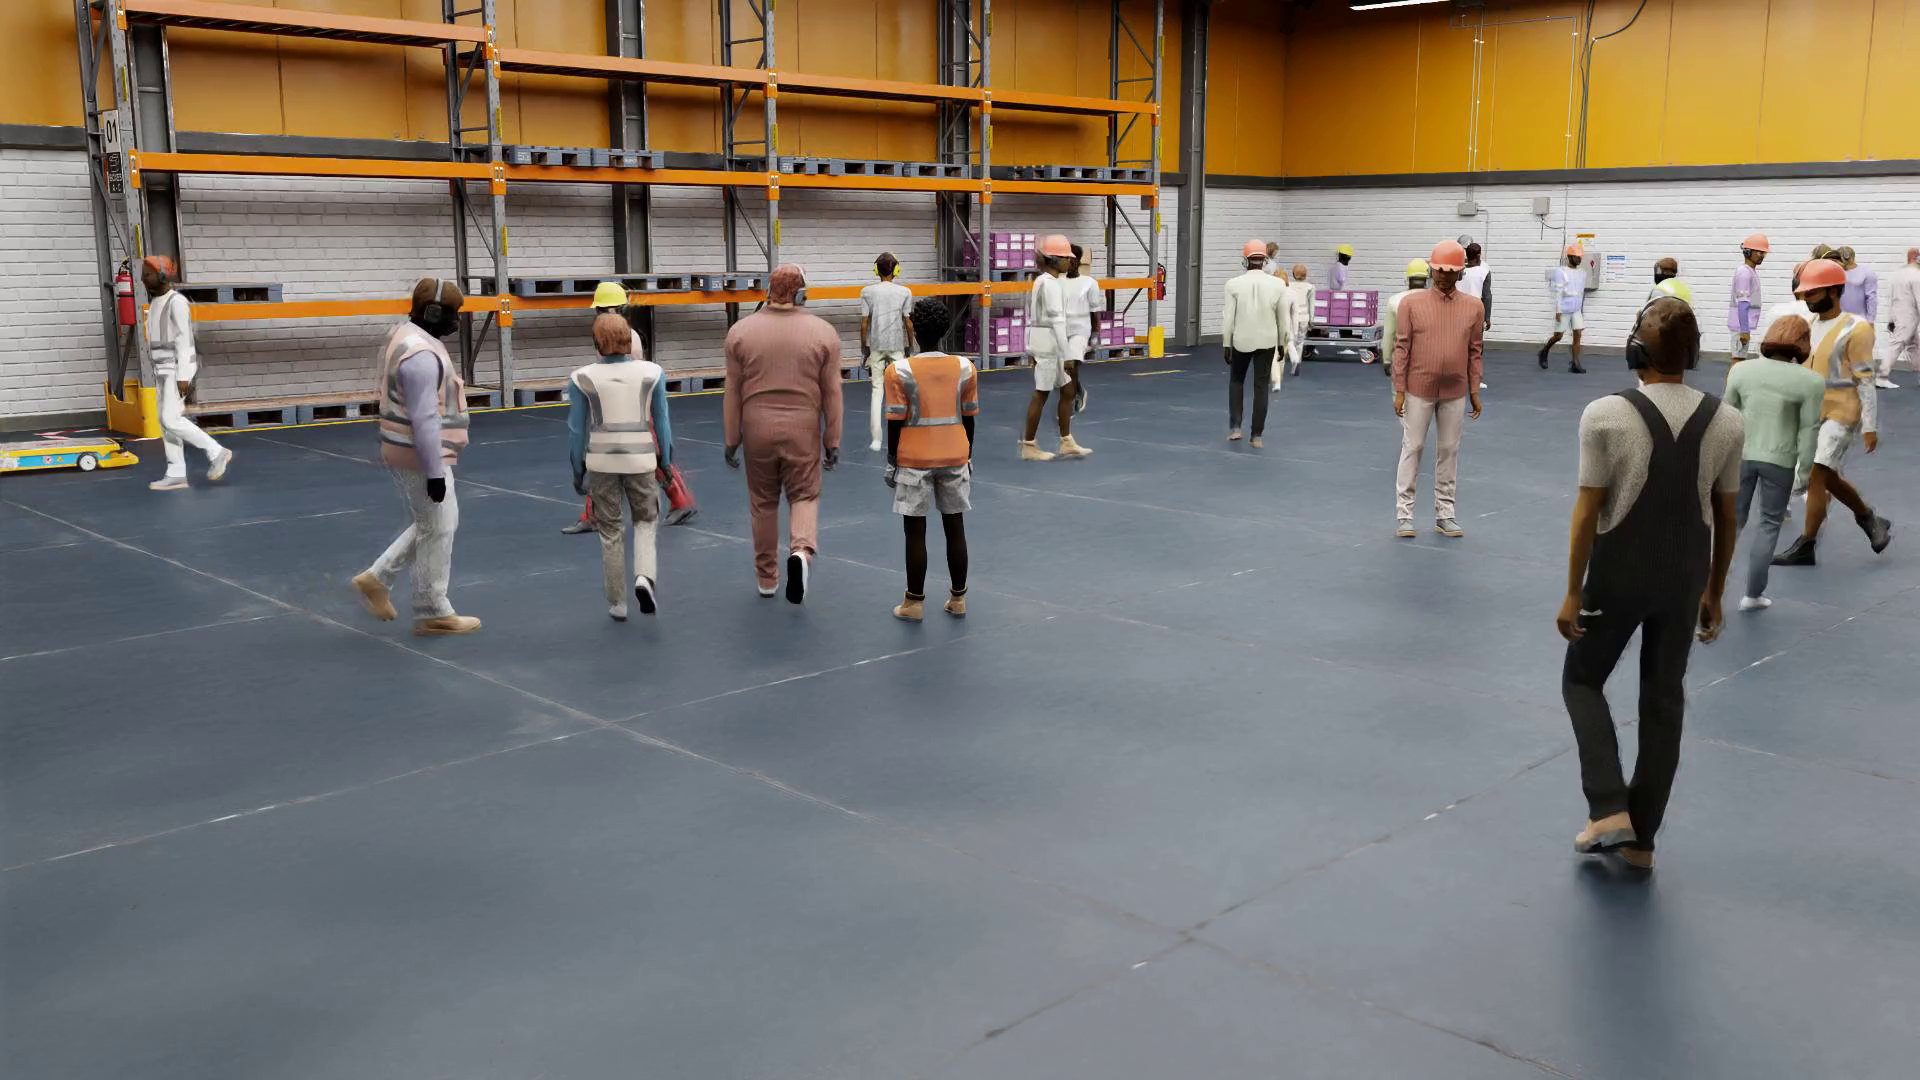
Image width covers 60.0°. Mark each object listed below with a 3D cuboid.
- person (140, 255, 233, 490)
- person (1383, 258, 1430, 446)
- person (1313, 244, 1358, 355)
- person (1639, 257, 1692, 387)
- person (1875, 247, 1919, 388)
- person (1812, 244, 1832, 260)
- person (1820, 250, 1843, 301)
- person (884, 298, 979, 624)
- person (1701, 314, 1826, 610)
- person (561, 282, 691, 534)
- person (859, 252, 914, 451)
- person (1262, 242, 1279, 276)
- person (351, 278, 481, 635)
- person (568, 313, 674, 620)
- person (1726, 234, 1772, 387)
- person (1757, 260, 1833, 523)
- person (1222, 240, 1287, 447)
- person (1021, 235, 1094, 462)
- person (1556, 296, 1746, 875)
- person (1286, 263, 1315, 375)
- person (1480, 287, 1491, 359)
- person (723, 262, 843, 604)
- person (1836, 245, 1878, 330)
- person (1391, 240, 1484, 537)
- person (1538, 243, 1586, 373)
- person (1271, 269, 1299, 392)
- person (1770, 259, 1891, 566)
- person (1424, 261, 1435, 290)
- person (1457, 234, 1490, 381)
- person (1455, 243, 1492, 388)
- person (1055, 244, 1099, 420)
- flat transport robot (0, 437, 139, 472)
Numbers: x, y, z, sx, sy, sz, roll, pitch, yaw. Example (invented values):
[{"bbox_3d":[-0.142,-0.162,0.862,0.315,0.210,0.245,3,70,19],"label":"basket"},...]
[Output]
[{"bbox_3d":[-6.223,-1.330,13.261,0.517,1.870,0.591,-10,14,-44],"label":"person"},{"bbox_3d":[4.265,-1.726,15.582,0.598,1.814,0.673,0,10,1],"label":"person"},{"bbox_3d":[6.318,-4.056,28.142,0.834,1.879,0.587,1,10,5],"label":"person"},{"bbox_3d":[7.078,-1.906,16.590,0.644,1.803,0.569,-8,13,-36],"label":"person"},{"bbox_3d":[12.609,-2.917,21.941,0.970,1.852,0.672,1,10,7],"label":"person"},{"bbox_3d":[10.466,-2.665,20.438,0.637,1.902,0.863,-6,12,-30],"label":"person"},{"bbox_3d":[8.935,-2.056,17.241,0.515,1.866,0.333,-4,11,-22],"label":"person"},{"bbox_3d":[-0.154,-0.408,8.710,0.535,1.697,0.318,-5,11,-24],"label":"person"},{"bbox_3d":[4.240,-0.392,8.837,0.545,1.609,0.539,10,14,43],"label":"person"},{"bbox_3d":[-2.270,-0.909,11.392,0.905,1.717,0.530,-9,13,-39],"label":"person"},{"bbox_3d":[-0.687,-1.769,15.675,0.533,1.864,0.310,0,10,2],"label":"person"},{"bbox_3d":[5.222,-4.135,28.479,0.437,1.906,0.671,-3,11,-17],"label":"person"},{"bbox_3d":[-2.725,-0.396,8.317,0.544,1.817,0.669,-4,11,-19],"label":"person"},{"bbox_3d":[-1.769,-0.368,8.682,0.539,1.623,0.408,-3,11,-14],"label":"person"},{"bbox_3d":[8.702,-2.357,18.408,0.394,2.037,0.605,5,12,26],"label":"person"},{"bbox_3d":[5.853,-1.003,11.528,0.573,1.864,0.820,-1,10,-7],"label":"person"},{"bbox_3d":[2.845,-1.902,16.086,0.633,1.971,0.622,1,10,6],"label":"person"},{"bbox_3d":[0.915,-1.683,14.793,0.830,2.011,0.626,-1,10,-4],"label":"person"},{"bbox_3d":[2.155,0.155,5.254,0.537,1.835,0.402,0,10,2],"label":"person"},{"bbox_3d":[4.844,-3.151,23.862,0.513,1.621,0.667,-1,10,-5],"label":"person"},{"bbox_3d":[7.848,-3.464,25.444,0.542,1.672,0.371,-2,11,-10],"label":"person"},{"bbox_3d":[-0.975,-0.571,9.115,0.672,1.879,0.700,0,10,-2],"label":"person"},{"bbox_3d":[11.067,-2.708,20.734,0.456,1.891,0.690,-9,14,-40],"label":"person"},{"bbox_3d":[3.206,-1.004,11.164,0.608,1.987,0.391,0,10,-2],"label":"person"},{"bbox_3d":[8.980,-3.434,24.642,0.551,1.911,0.832,-3,11,-16],"label":"person"},{"bbox_3d":[4.140,-2.732,21.672,0.513,1.590,0.846,0,10,1],"label":"person"},{"bbox_3d":[5.435,-0.777,10.218,0.854,1.894,0.590,-2,11,-8],"label":"person"},{"bbox_3d":[7.846,-3.880,27.887,0.549,1.599,0.766,-6,12,-28],"label":"person"},{"bbox_3d":[6.970,-3.214,23.069,0.690,2.000,0.538,3,11,18],"label":"person"},{"bbox_3d":[6.747,-2.962,22.031,0.593,1.920,0.391,9,14,41],"label":"person"},{"bbox_3d":[1.276,-2.333,18.555,0.597,1.939,0.910,5,12,27],"label":"person"},{"bbox_3d":[-7.922,-0.724,14.323,1.431,0.197,0.652,-7,13,-35],"label":"flat transport robot"}]
